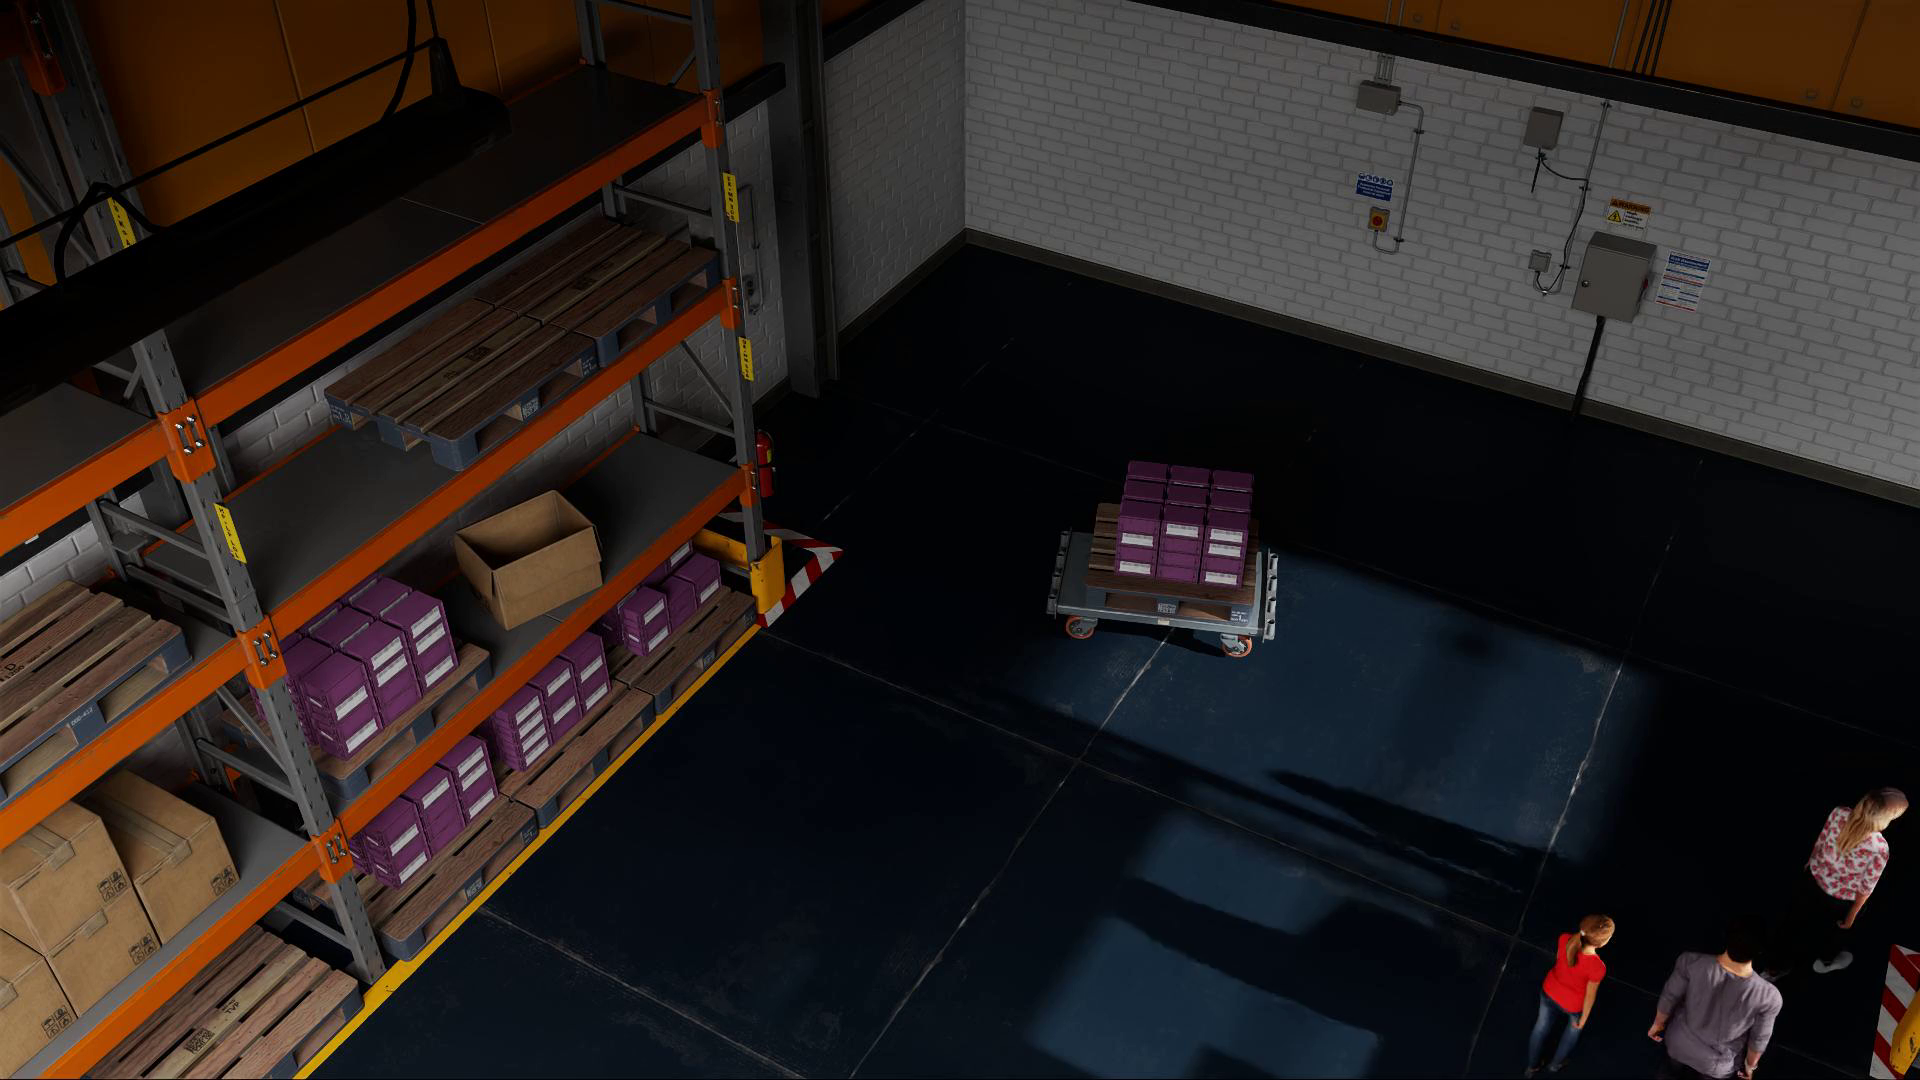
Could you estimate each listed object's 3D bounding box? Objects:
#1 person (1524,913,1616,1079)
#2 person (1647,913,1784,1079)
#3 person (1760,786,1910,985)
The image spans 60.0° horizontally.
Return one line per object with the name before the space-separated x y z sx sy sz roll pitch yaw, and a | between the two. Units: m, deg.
person | 3.257 2.520 9.067 0.637 1.296 0.557 -26 45 -29
person | 3.787 2.619 8.508 0.782 1.839 0.951 28 46 30
person | 4.895 2.012 9.454 0.952 1.607 0.845 -18 42 -21
